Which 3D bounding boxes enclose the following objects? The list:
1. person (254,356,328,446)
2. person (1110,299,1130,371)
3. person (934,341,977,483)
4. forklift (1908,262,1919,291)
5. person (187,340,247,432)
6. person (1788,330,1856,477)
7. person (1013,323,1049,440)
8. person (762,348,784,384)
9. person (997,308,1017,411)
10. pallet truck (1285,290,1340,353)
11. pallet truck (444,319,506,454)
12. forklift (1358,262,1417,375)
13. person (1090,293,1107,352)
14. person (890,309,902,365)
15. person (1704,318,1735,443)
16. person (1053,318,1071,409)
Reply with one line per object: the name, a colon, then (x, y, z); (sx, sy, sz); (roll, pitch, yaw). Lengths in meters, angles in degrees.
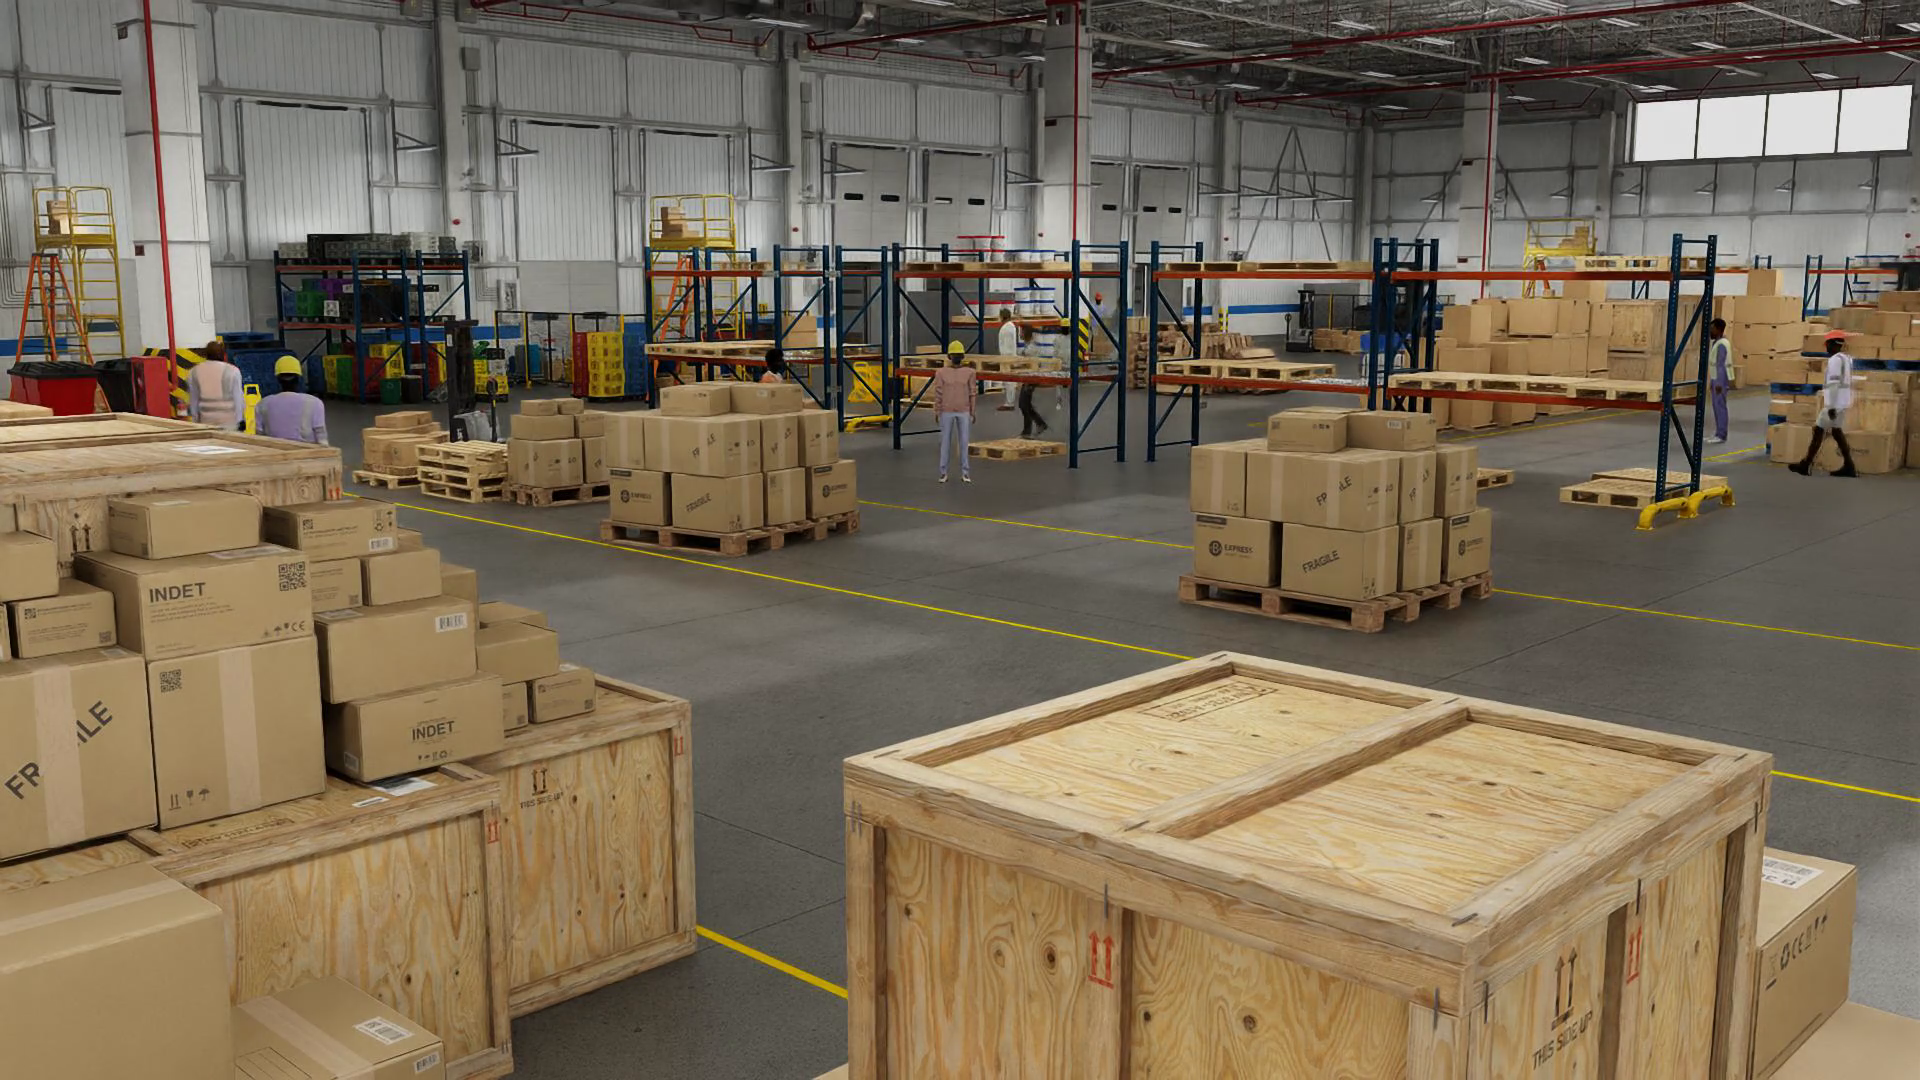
person: (-5.734, -0.624, 14.331); (0.605, 1.914, 0.414); (-1, 9, -4)
person: (4.160, -5.362, 43.436); (0.519, 1.894, 0.643); (-2, 9, -9)
person: (-0.056, -1.589, 20.681); (0.533, 1.772, 0.296); (-1, 9, -5)
forklift: (23.804, -5.462, 41.032); (1.129, 2.768, 1.873); (-3, 10, -15)
person: (-8.764, -1.445, 19.638); (0.631, 1.826, 0.604); (0, 9, 2)
person: (11.128, -1.742, 21.291); (0.812, 1.874, 0.621); (9, 13, 43)
person: (1.088, -2.450, 25.799); (0.446, 1.832, 0.504); (0, 9, 0)
person: (-2.290, -1.504, 20.407); (0.319, 1.697, 0.537); (1, 9, 8)
person: (0.882, -3.373, 31.109); (0.353, 1.936, 0.635); (2, 9, 10)
pallet truck: (11.297, -6.951, 52.861); (1.885, 1.965, 0.823); (-5, 11, -29)
pallet truck: (-6.981, -1.942, 22.150); (1.885, 1.965, 0.823); (1, 9, 9)
forklift: (10.645, -5.409, 40.711); (1.129, 2.768, 1.873); (7, 11, 36)
person: (4.249, -6.631, 51.131); (0.546, 1.927, 0.390); (-1, 9, -5)
person: (-1.664, -5.230, 43.444); (0.312, 1.633, 0.518); (2, 9, 12)
person: (11.609, -2.425, 25.415); (0.427, 1.902, 0.592); (4, 10, 23)
person: (1.990, -3.323, 31.420); (0.485, 1.737, 0.320); (2, 9, 12)
